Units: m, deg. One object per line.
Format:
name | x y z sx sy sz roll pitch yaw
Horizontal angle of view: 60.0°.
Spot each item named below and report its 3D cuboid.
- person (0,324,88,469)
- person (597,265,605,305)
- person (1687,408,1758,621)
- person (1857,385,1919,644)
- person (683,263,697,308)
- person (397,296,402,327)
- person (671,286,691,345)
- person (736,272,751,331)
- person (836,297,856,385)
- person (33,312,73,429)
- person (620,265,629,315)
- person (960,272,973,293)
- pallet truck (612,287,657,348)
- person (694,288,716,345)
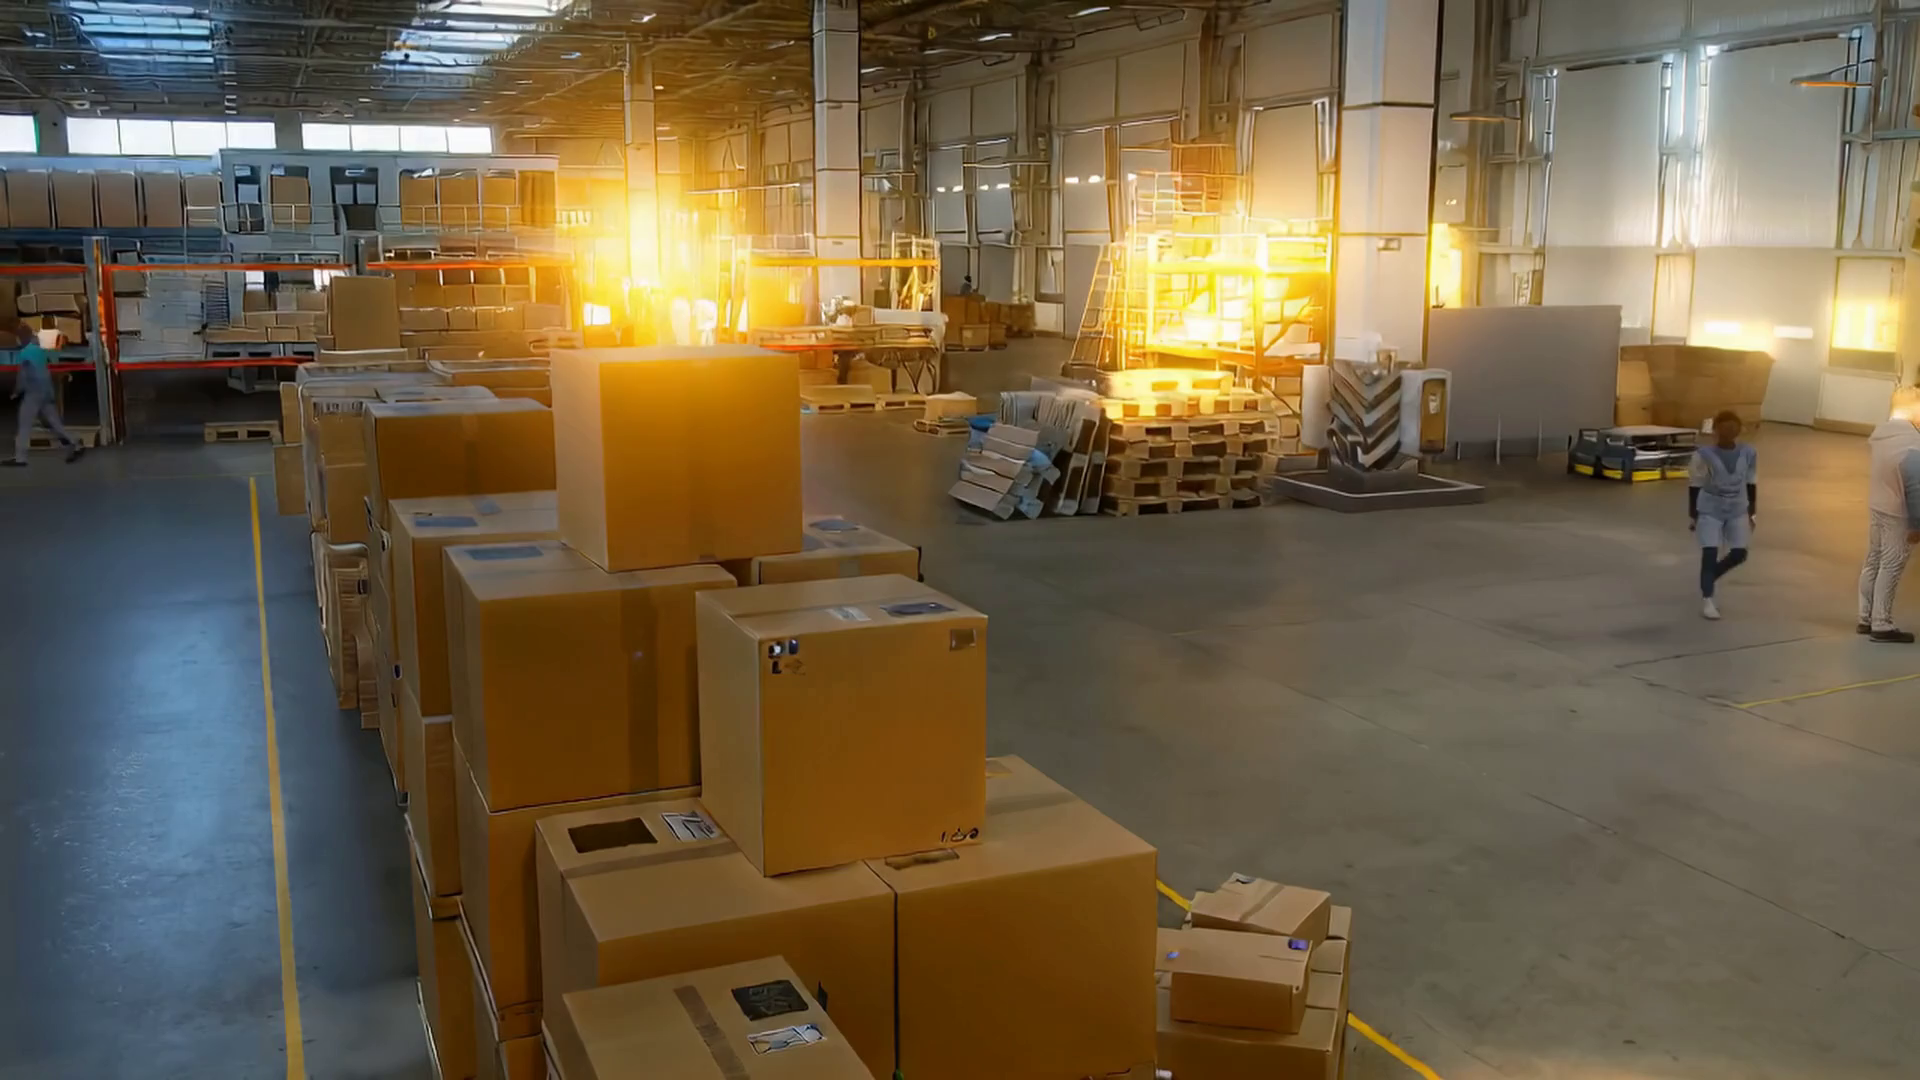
person | -12.124 -1.904 21.935 1.016 1.901 0.627 -6 12 -30
person | -15.121 -10.671 70.300 0.587 1.863 0.691 -7 13 -34
person | 6.015 -0.222 13.200 0.549 1.680 0.510 0 10 1
person | 6.958 -0.187 12.360 0.387 1.929 0.634 0 10 2
person | -11.660 -10.938 71.487 0.771 1.969 0.621 9 14 42
person | -14.525 -5.639 42.586 0.443 1.858 0.528 7 12 33
person | -6.224 -4.708 37.232 0.369 1.940 0.631 3 11 17
person | -7.099 -7.745 54.098 0.555 1.904 0.961 6 12 29
person | -2.103 -3.525 30.783 0.388 1.919 0.587 -3 11 -14
person | -14.145 -2.603 25.853 0.630 1.860 0.825 -5 11 -23
person | -12.961 -9.728 64.875 0.615 1.944 0.404 2 10 10
person | 0.202 -7.495 52.630 0.383 1.923 0.590 -4 11 -19
pallet truck | -6.464 -4.406 35.401 0.823 1.965 1.885 6 12 32
person | -5.951 -4.950 38.841 0.429 1.842 0.626 10 14 43
